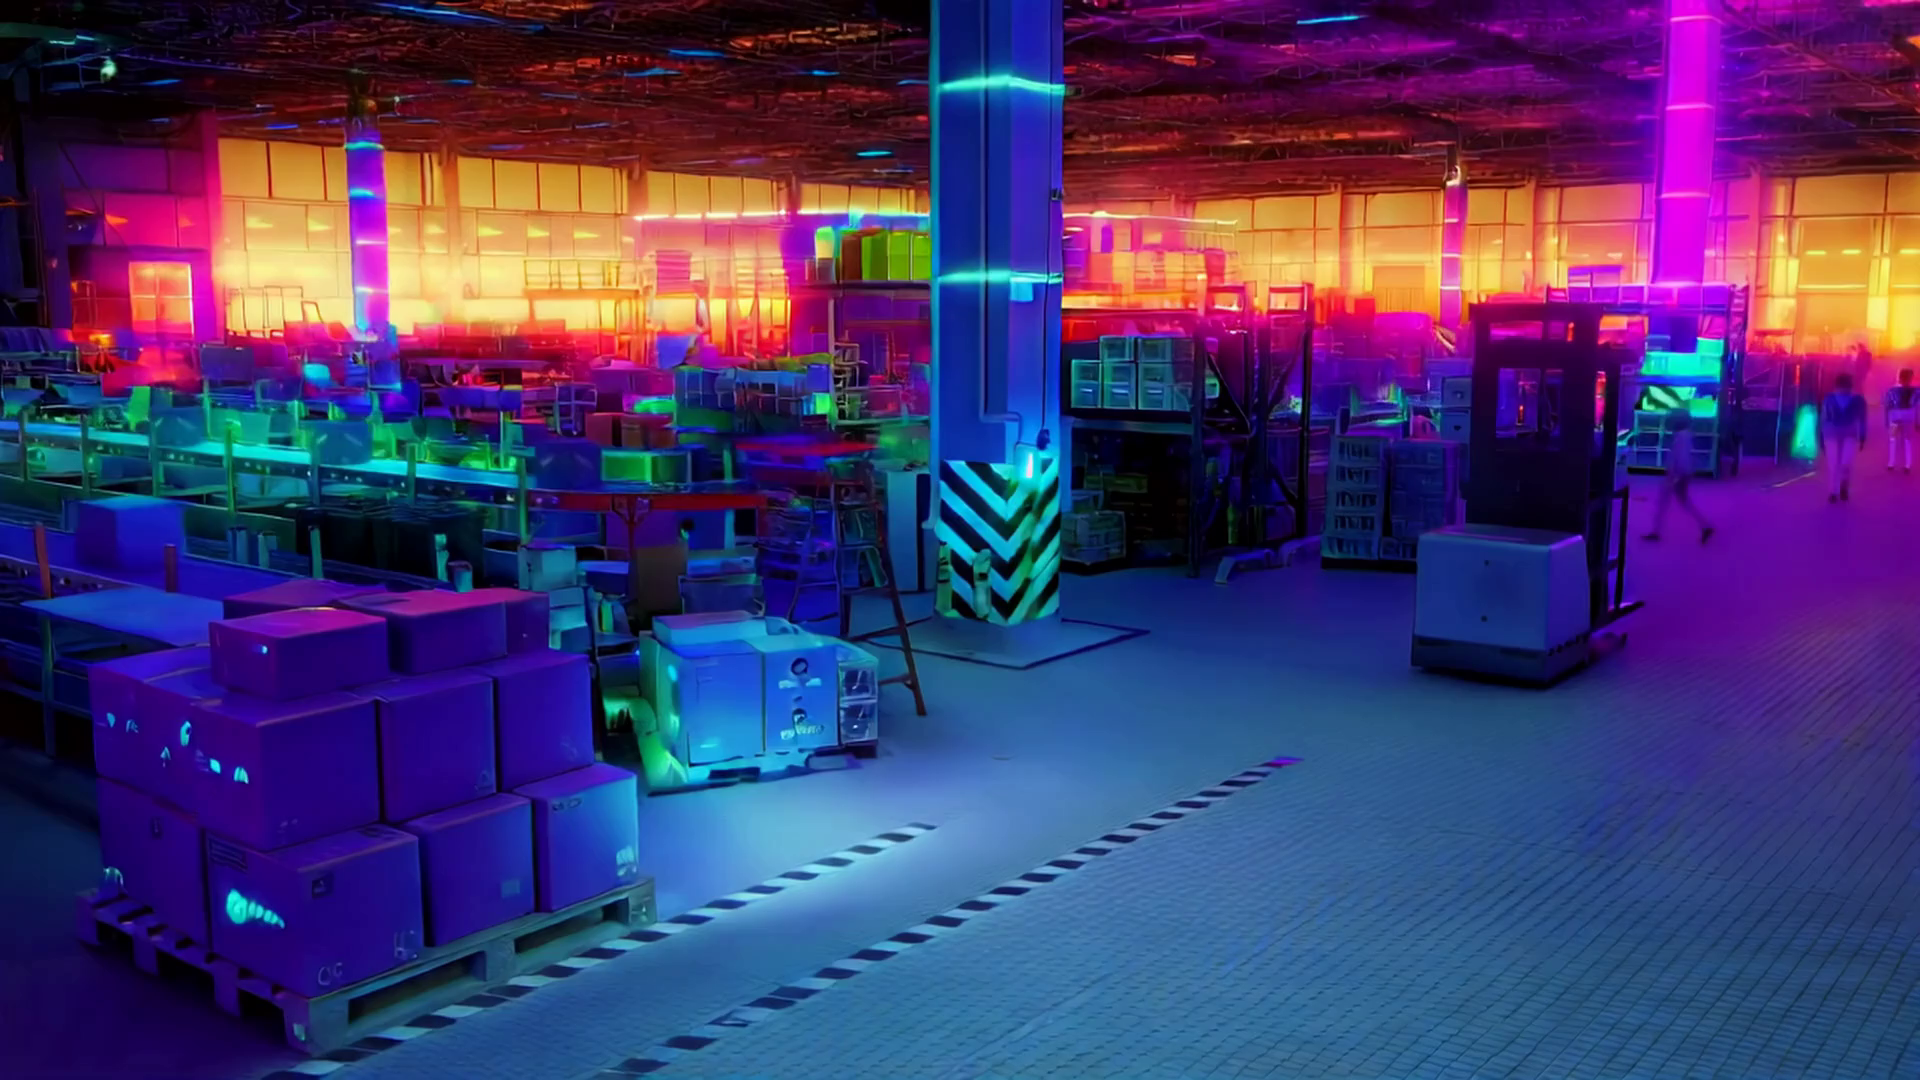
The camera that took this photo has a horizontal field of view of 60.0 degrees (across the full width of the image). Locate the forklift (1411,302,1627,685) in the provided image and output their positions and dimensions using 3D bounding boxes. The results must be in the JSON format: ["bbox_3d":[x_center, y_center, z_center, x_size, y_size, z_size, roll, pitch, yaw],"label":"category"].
[{"bbox_3d":[4.379,-0.438,12.852,1.129,2.768,1.873,7,11,37],"label":"forklift"}]

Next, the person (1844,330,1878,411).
[{"bbox_3d":[22.190,-4.182,40.909,0.693,2.000,1.051,-5,10,-28],"label":"person"}]

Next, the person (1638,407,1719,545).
[{"bbox_3d":[8.350,-0.738,19.181,0.805,1.602,0.512,7,11,39],"label":"person"}]

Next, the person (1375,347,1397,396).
[{"bbox_3d":[9.313,-3.365,36.460,0.534,1.724,0.890,7,11,41],"label":"person"}]

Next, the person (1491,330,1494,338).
[{"bbox_3d":[13.705,-4.526,43.437,0.413,1.987,0.607,2,9,10],"label":"person"}]

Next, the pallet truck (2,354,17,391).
[{"bbox_3d":[-24.881,-4.417,42.634,1.885,1.965,0.823,8,11,41],"label":"pallet truck"}]

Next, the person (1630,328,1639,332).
[{"bbox_3d":[19.101,-5.038,47.079,0.473,1.922,0.547,7,11,40],"label":"person"}]

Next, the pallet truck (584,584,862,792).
[{"bbox_3d":[-1.426,0.805,10.019,1.601,1.201,0.680,-4,9,-26],"label":"pallet truck"}]

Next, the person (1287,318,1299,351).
[{"bbox_3d":[16.103,-9.940,80.552,0.925,1.802,0.620,-1,8,-7],"label":"person"}]

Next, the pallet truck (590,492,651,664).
[{"bbox_3d":[-3.115,0.344,12.883,0.653,1.274,1.630,7,11,37],"label":"pallet truck"}]

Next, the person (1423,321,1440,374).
[{"bbox_3d":[16.914,-6.880,59.480,0.496,1.925,0.573,2,9,11],"label":"person"}]

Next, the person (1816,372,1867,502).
[{"bbox_3d":[12.173,-1.413,22.995,0.616,1.811,0.496,5,10,31],"label":"person"}]

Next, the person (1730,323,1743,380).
[{"bbox_3d":[25.984,-6.336,55.900,0.652,1.888,0.994,-3,9,-17],"label":"person"}]

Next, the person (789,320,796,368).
[{"bbox_3d":[-6.503,-7.612,64.595,0.452,1.868,0.614,1,8,6],"label":"person"}]

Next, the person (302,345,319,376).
[{"bbox_3d":[-18.586,-5.181,47.707,0.640,2.023,0.624,3,9,19],"label":"person"}]

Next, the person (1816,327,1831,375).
[{"bbox_3d":[30.659,-6.705,58.998,0.624,1.728,0.492,-8,11,-42],"label":"person"}]

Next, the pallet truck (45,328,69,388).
[{"bbox_3d":[-23.775,-4.544,43.495,1.885,1.965,0.823,6,10,35],"label":"pallet truck"}]

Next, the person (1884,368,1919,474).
[{"bbox_3d":[15.122,-1.902,26.683,0.535,1.699,0.318,3,9,19],"label":"person"}]

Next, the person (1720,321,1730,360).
[{"bbox_3d":[30.015,-7.664,65.163,0.817,1.816,0.632,2,9,15],"label":"person"}]
